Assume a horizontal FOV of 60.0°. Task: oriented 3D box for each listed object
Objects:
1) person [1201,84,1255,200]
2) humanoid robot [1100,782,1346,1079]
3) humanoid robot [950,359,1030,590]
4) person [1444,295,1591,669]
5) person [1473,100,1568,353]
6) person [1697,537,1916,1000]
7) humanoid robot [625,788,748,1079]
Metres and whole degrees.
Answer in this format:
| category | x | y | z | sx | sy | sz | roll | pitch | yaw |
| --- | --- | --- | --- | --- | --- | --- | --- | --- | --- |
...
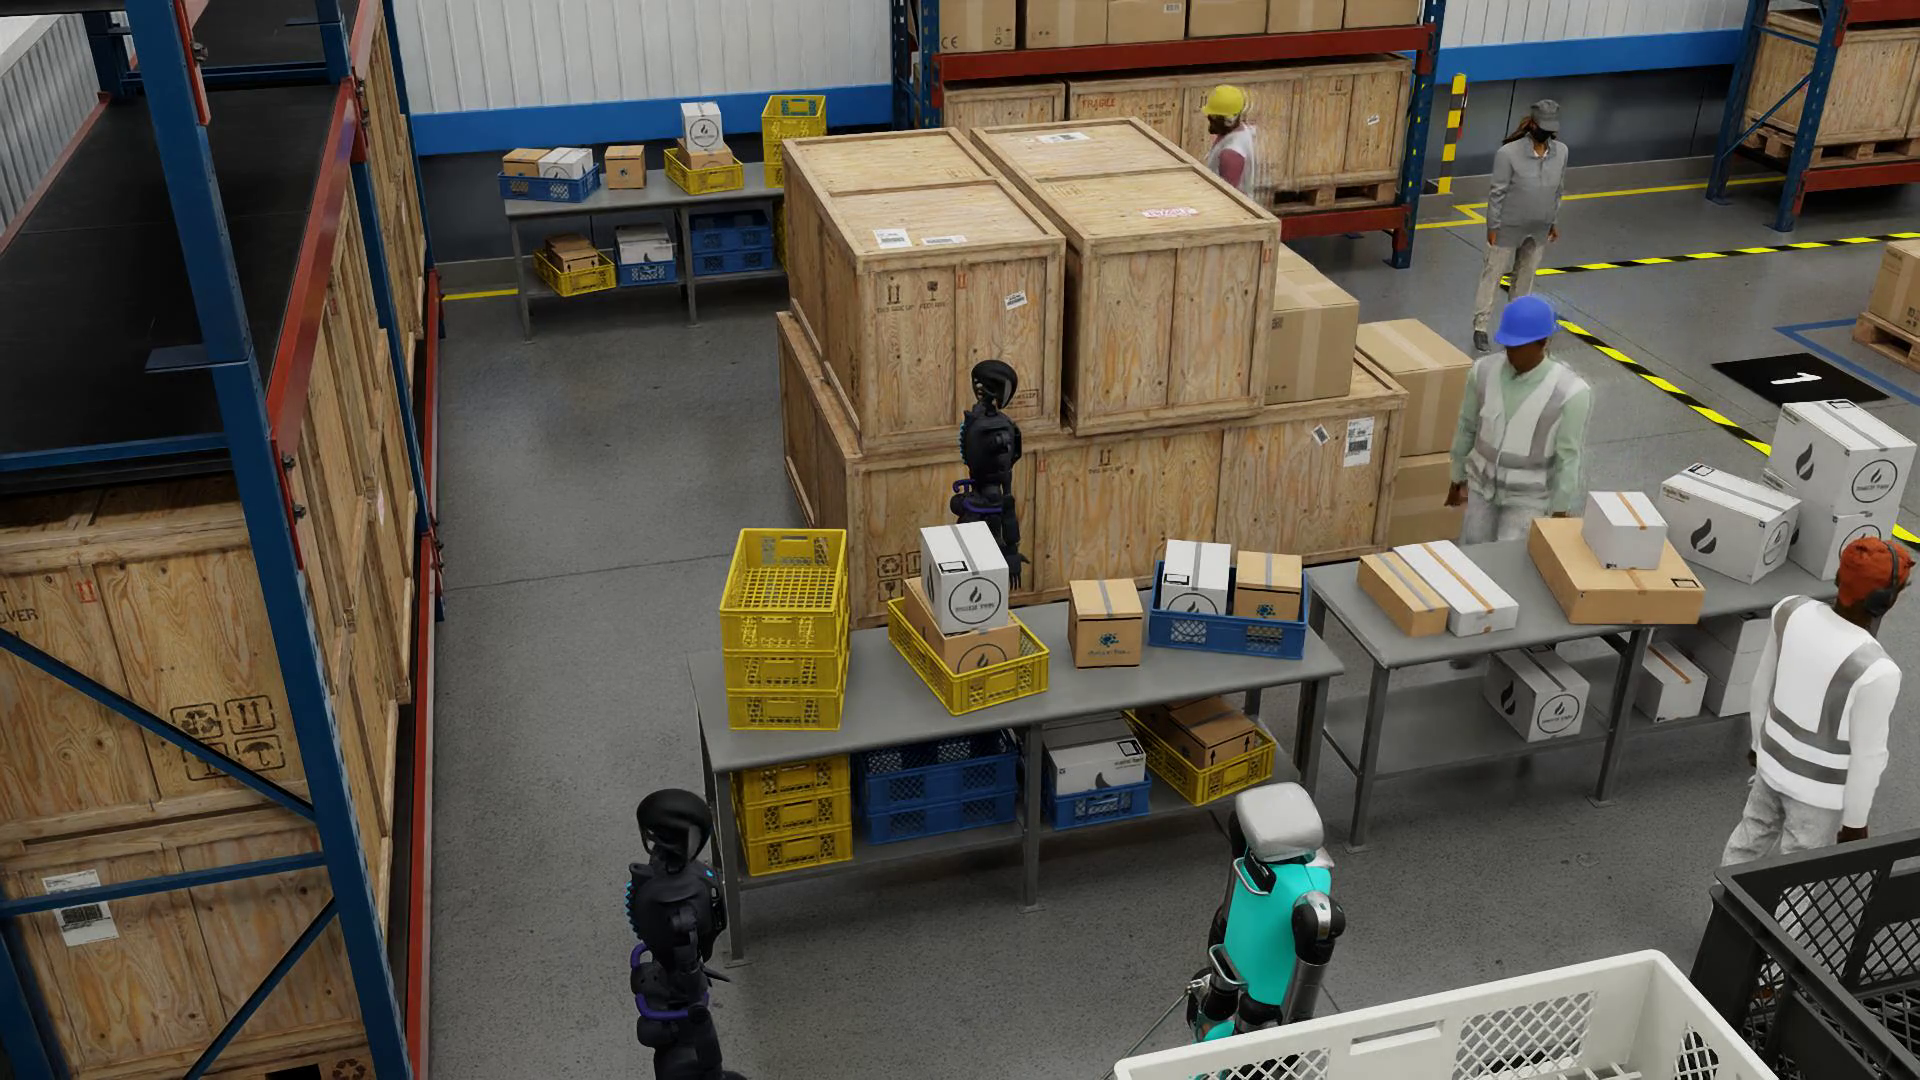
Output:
| category | x | y | z | sx | sy | sz | roll | pitch | yaw |
| --- | --- | --- | --- | --- | --- | --- | --- | --- | --- |
| person | 1.828 | -2.297 | 11.681 | 0.442 | 1.814 | 0.624 | 5 | 29 | 9 |
| humanoid robot | 0.653 | 1.468 | 4.791 | 0.735 | 1.677 | 0.533 | -7 | 30 | -13 |
| humanoid robot | 0.131 | -0.069 | 7.771 | 0.315 | 1.653 | 0.599 | -7 | 30 | -13 |
| person | 2.559 | -0.236 | 7.819 | 0.451 | 1.930 | 0.631 | -24 | 37 | -37 |
| person | 3.880 | -2.177 | 11.518 | 0.563 | 1.764 | 0.402 | -7 | 30 | -13 |
| person | 3.021 | 0.835 | 5.924 | 0.356 | 1.887 | 0.572 | -7 | 30 | -13 |
| humanoid robot | -0.827 | 1.436 | 5.040 | 0.315 | 1.653 | 0.599 | -7 | 30 | -13 |
